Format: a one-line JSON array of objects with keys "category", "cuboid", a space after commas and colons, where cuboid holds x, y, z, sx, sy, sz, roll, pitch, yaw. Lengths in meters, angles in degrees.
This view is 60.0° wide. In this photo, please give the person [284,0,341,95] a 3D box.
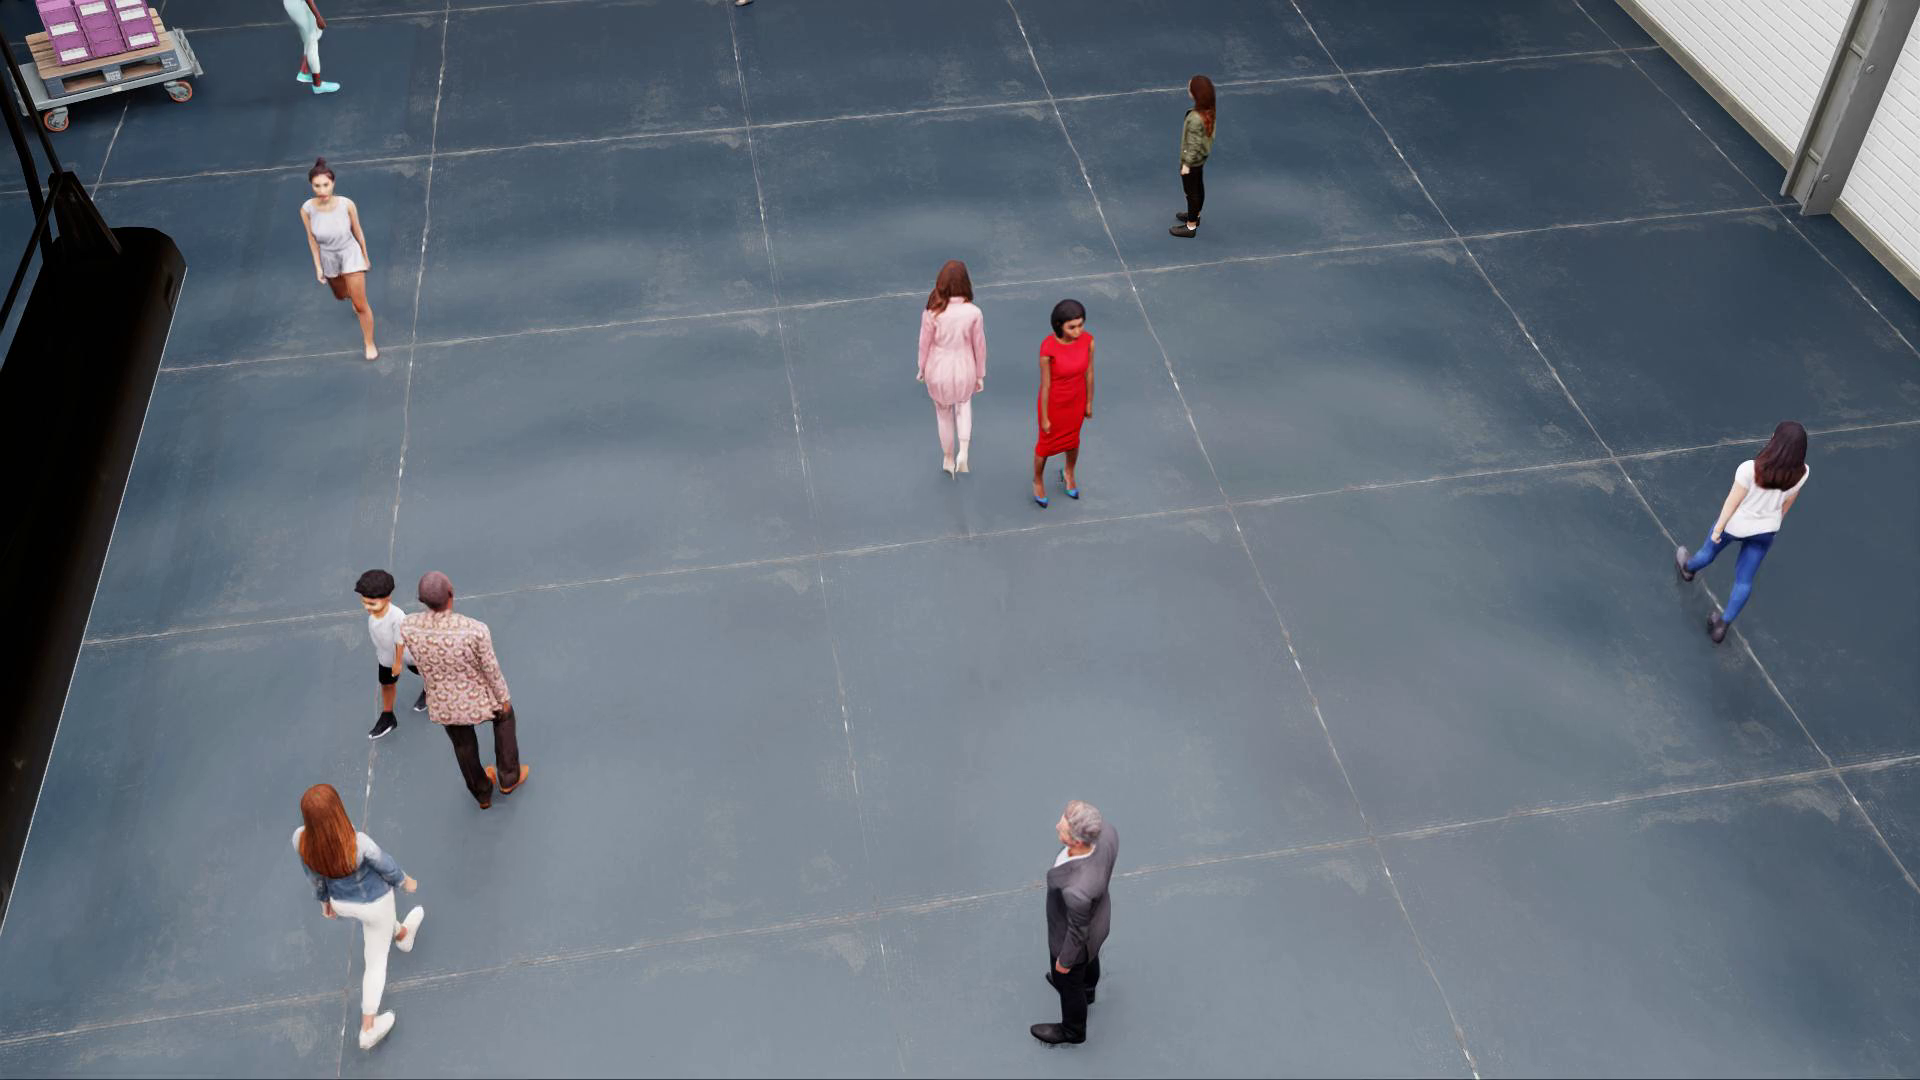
[{"category": "person", "cuboid": [-6.362, -5.040, 15.858, 0.762, 1.720, 0.674, -27, 50, -26]}]

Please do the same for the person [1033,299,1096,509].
[{"category": "person", "cuboid": [0.708, -0.946, 11.548, 0.610, 1.738, 0.598, -16, 46, -17]}]

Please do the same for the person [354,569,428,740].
[{"category": "person", "cuboid": [-3.428, 0.607, 10.283, 0.724, 1.235, 0.858, 16, 46, 16]}]

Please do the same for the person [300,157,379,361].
[{"category": "person", "cuboid": [-4.841, -2.234, 13.015, 0.563, 1.580, 0.955, -7, 44, -7]}]

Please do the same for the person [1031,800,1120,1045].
[{"category": "person", "cuboid": [0.590, 1.935, 8.453, 0.870, 1.837, 0.715, 12, 45, 12]}]

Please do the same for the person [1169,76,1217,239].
[{"category": "person", "cuboid": [2.013, -3.281, 14.190, 0.718, 1.476, 0.615, 16, 46, 16]}]

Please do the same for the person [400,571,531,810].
[{"category": "person", "cuboid": [-2.863, 0.947, 9.523, 0.721, 1.790, 0.665, 0, 44, 0]}]

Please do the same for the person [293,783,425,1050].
[{"category": "person", "cuboid": [-3.113, 1.936, 8.577, 0.935, 1.664, 1.208, 10, 45, 11]}]

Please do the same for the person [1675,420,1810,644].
[{"category": "person", "cuboid": [5.044, 0.005, 10.612, 0.809, 1.653, 1.087, 3, 44, 3]}]

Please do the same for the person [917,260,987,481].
[{"category": "person", "cuboid": [-0.050, -1.100, 11.674, 0.625, 1.789, 0.649, -6, 44, -7]}]
